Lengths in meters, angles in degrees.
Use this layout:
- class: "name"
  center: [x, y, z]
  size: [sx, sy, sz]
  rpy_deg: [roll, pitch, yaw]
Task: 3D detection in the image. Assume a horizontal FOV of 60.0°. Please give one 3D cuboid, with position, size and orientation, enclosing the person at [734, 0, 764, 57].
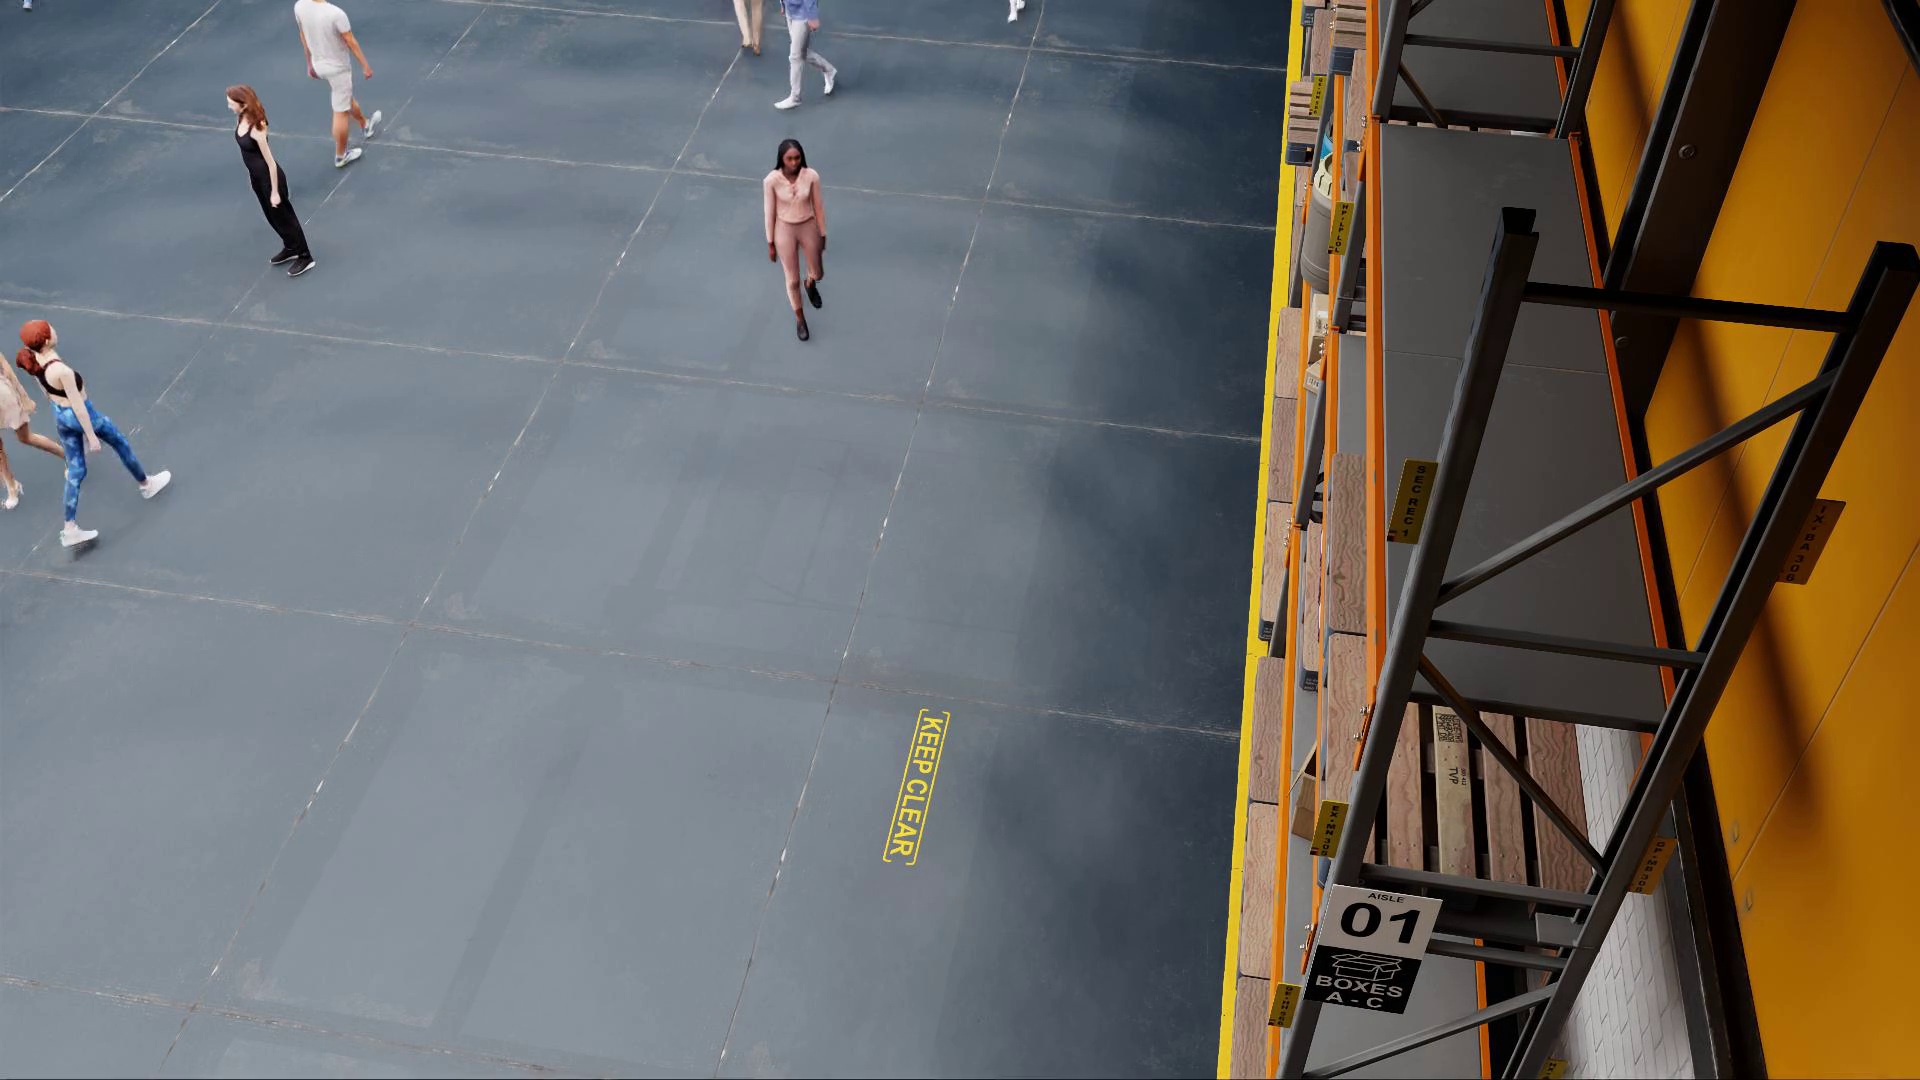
- class: "person"
  center: [-2.121, -5.699, 16.831]
  size: [0.723, 1.687, 0.735]
  rpy_deg: [-12, 45, -12]

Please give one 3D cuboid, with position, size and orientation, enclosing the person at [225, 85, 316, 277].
- class: "person"
  center: [-5.816, -3.050, 14.002]
  size: [0.667, 1.744, 0.690]
  rpy_deg: [33, 53, 30]

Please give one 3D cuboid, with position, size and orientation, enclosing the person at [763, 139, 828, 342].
- class: "person"
  center: [-1.328, -2.476, 13.424]
  size: [0.814, 1.711, 0.932]
  rpy_deg: [-8, 44, -9]

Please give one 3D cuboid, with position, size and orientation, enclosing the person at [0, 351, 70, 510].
- class: "person"
  center: [-6.812, -1.006, 11.877]
  size: [0.715, 1.717, 0.767]
  rpy_deg: [6, 44, 7]

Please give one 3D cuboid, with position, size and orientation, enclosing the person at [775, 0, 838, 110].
- class: "person"
  center: [-1.496, -5.144, 16.124]
  size: [1.151, 1.850, 1.092]
  rpy_deg: [-29, 51, -27]

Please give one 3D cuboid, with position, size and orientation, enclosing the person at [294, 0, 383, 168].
- class: "person"
  center: [-5.813, -4.296, 15.256]
  size: [0.878, 1.818, 1.150]
  rpy_deg: [17, 46, 17]

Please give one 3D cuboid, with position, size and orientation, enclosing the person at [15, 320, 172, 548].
- class: "person"
  center: [-6.191, -0.726, 11.571]
  size: [0.778, 1.744, 1.242]
  rpy_deg: [17, 46, 17]
